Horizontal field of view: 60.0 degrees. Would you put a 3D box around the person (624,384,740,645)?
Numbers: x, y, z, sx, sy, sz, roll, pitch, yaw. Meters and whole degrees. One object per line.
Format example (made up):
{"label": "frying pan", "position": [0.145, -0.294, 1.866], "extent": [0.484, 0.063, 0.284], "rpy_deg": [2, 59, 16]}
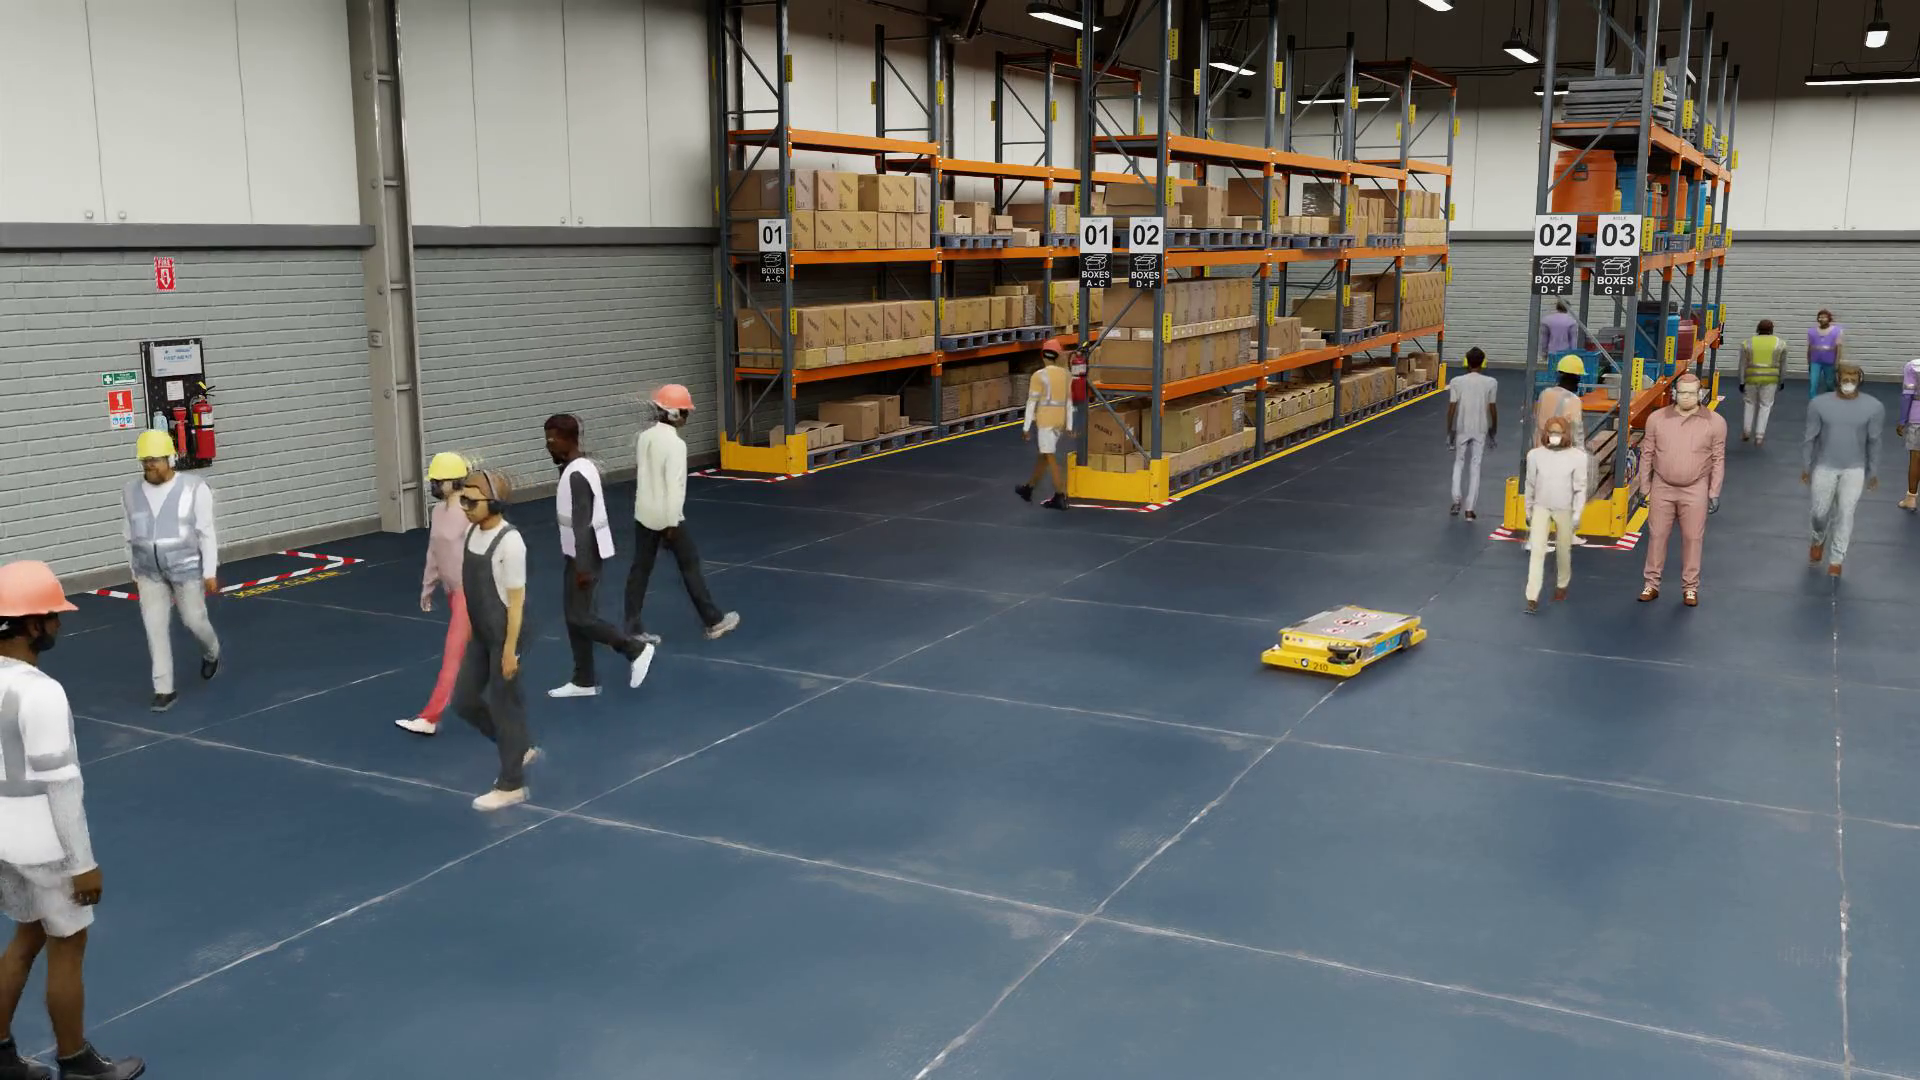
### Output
{"label": "person", "position": [-2.124, -0.185, 12.352], "extent": [0.985, 1.938, 0.624], "rpy_deg": [-10, 14, -44]}

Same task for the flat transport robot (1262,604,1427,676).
{"label": "flat transport robot", "position": [2.809, 0.707, 12.059], "extent": [0.652, 0.197, 1.431], "rpy_deg": [8, 13, 36]}

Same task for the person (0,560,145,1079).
{"label": "person", "position": [-3.218, 1.027, 5.787], "extent": [0.552, 1.933, 0.430], "rpy_deg": [7, 12, 33]}

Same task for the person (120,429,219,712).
{"label": "person", "position": [-5.127, 0.160, 10.849], "extent": [0.598, 1.812, 0.769], "rpy_deg": [-1, 10, -5]}

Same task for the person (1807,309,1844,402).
{"label": "person", "position": [14.584, -2.997, 28.070], "extent": [0.568, 1.811, 0.849], "rpy_deg": [8, 13, 37]}

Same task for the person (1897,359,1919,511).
{"label": "person", "position": [10.691, -1.337, 18.370], "extent": [0.611, 2.042, 0.394], "rpy_deg": [2, 11, 13]}

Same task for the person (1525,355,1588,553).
{"label": "person", "position": [5.823, -0.816, 15.906], "extent": [0.842, 1.890, 0.617], "rpy_deg": [-2, 11, -11]}

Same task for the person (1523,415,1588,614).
{"label": "person", "position": [4.855, -0.230, 13.574], "extent": [0.505, 1.594, 0.846], "rpy_deg": [6, 12, 30]}

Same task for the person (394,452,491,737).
{"label": "person", "position": [-3.110, 0.326, 10.178], "extent": [0.913, 1.720, 0.550], "rpy_deg": [-10, 14, -43]}

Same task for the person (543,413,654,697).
{"label": "person", "position": [-2.393, 0.111, 10.889], "extent": [0.612, 1.892, 0.633], "rpy_deg": [-3, 11, -16]}

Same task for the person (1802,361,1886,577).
{"label": "person", "position": [7.859, -0.632, 14.847], "extent": [0.629, 1.927, 0.465], "rpy_deg": [5, 12, 27]}

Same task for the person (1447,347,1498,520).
{"label": "person", "position": [5.536, -1.154, 17.938], "extent": [0.527, 1.839, 0.746], "rpy_deg": [4, 11, 20]}

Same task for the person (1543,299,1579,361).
{"label": "person", "position": [10.745, -3.339, 29.650], "extent": [0.655, 1.906, 0.900], "rpy_deg": [9, 13, 39]}

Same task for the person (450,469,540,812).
{"label": "person", "position": [-2.472, 0.530, 8.765], "extent": [0.402, 1.831, 0.552], "rpy_deg": [-10, 14, -43]}

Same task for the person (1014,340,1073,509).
{"label": "person", "position": [0.908, -1.305, 18.685], "extent": [0.619, 1.858, 0.975], "rpy_deg": [-8, 13, -39]}

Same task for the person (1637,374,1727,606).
{"label": "person", "position": [5.922, -0.411, 13.698], "extent": [0.651, 1.905, 0.409], "rpy_deg": [6, 12, 28]}

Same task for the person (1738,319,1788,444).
{"label": "person", "position": [11.769, -2.331, 24.407], "extent": [0.628, 1.813, 0.758], "rpy_deg": [5, 12, 27]}
